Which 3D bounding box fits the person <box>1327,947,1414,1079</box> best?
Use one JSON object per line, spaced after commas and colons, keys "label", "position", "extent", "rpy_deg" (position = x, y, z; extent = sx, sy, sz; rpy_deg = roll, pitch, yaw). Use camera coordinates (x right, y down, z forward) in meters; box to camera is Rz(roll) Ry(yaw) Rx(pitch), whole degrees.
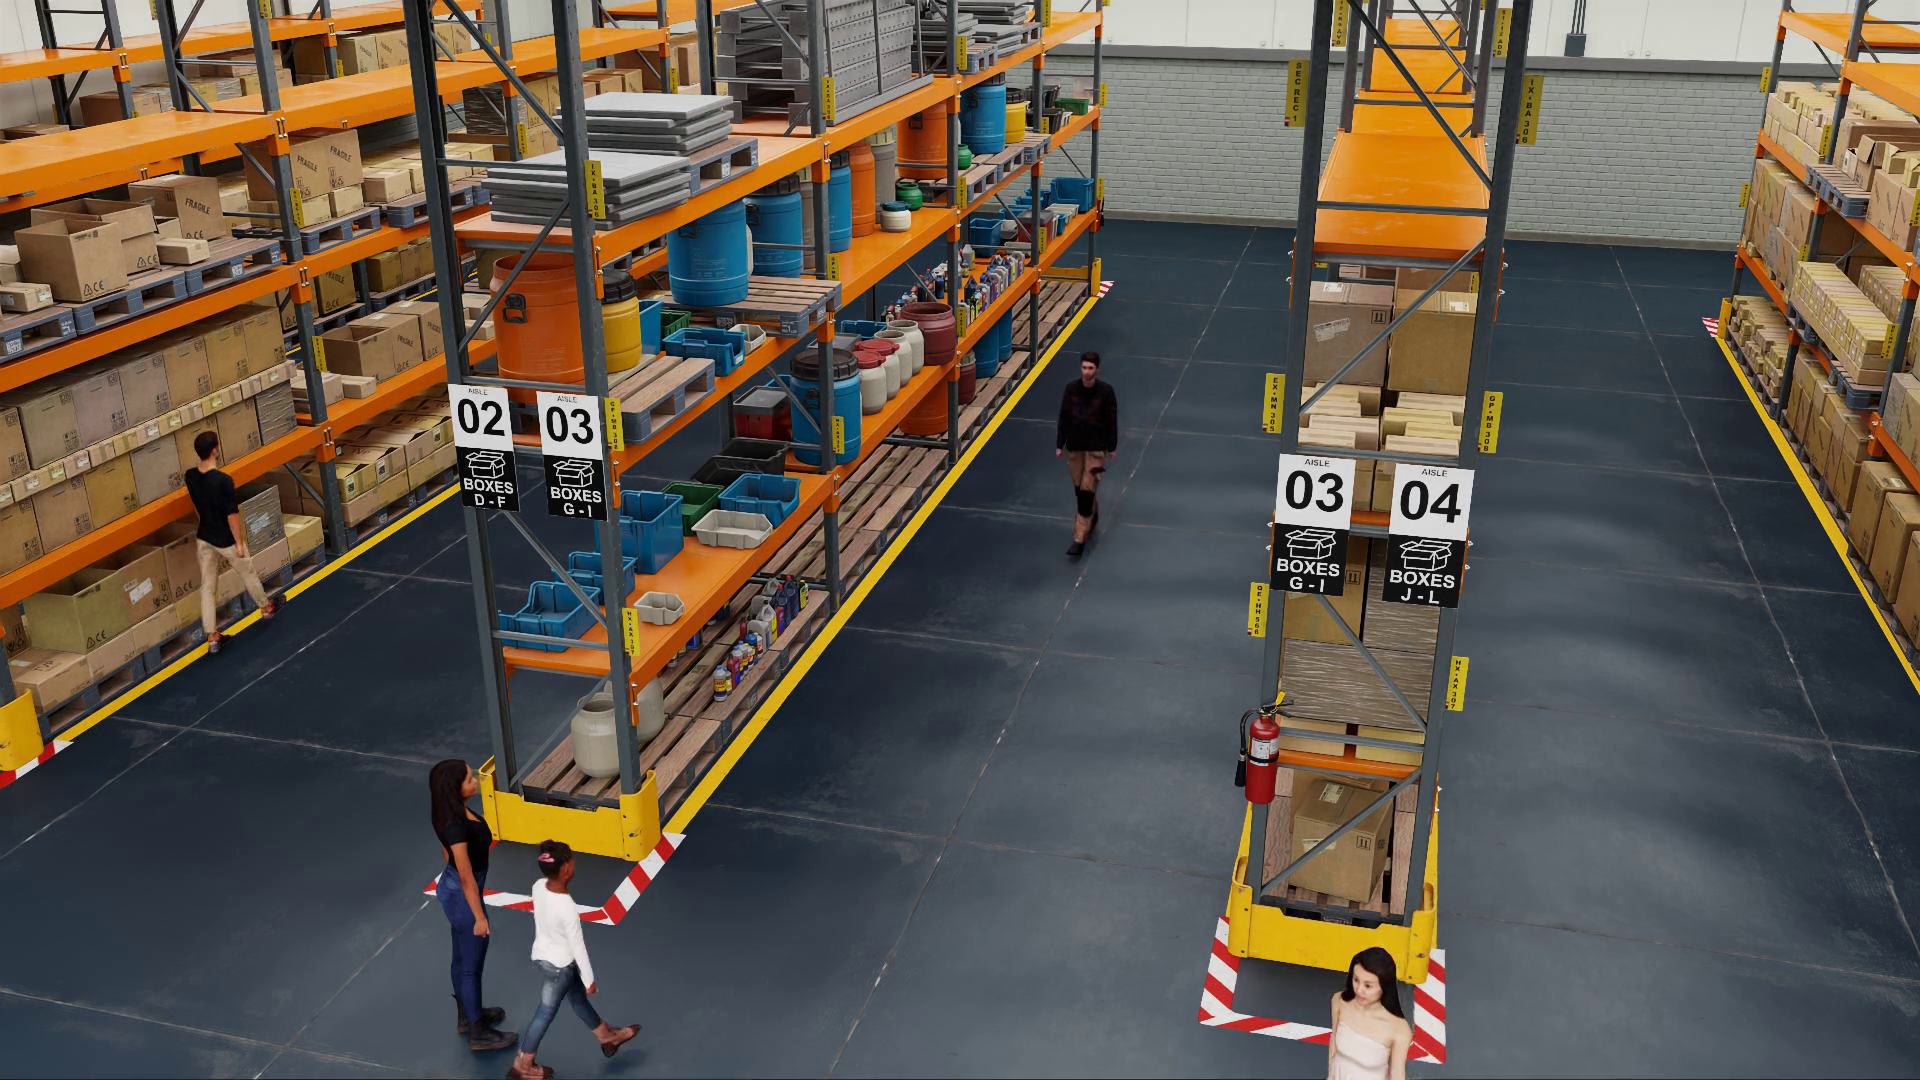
{"label": "person", "position": [1.892, 2.581, 7.592], "extent": [0.910, 1.689, 1.113], "rpy_deg": [21, 30, 41]}

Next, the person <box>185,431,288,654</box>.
{"label": "person", "position": [-6.122, 0.048, 13.619], "extent": [0.679, 1.814, 1.108], "rpy_deg": [5, 23, 11]}

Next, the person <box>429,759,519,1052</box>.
{"label": "person", "position": [-2.691, 1.968, 9.026], "extent": [0.714, 1.739, 0.647], "rpy_deg": [-11, 25, -25]}

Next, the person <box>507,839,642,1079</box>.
{"label": "person", "position": [-2.176, 2.252, 8.741], "extent": [1.053, 1.428, 0.940], "rpy_deg": [-15, 27, -33]}

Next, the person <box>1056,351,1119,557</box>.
{"label": "person", "position": [1.221, -0.862, 15.758], "extent": [0.806, 1.879, 1.243], "rpy_deg": [8, 24, 19]}
